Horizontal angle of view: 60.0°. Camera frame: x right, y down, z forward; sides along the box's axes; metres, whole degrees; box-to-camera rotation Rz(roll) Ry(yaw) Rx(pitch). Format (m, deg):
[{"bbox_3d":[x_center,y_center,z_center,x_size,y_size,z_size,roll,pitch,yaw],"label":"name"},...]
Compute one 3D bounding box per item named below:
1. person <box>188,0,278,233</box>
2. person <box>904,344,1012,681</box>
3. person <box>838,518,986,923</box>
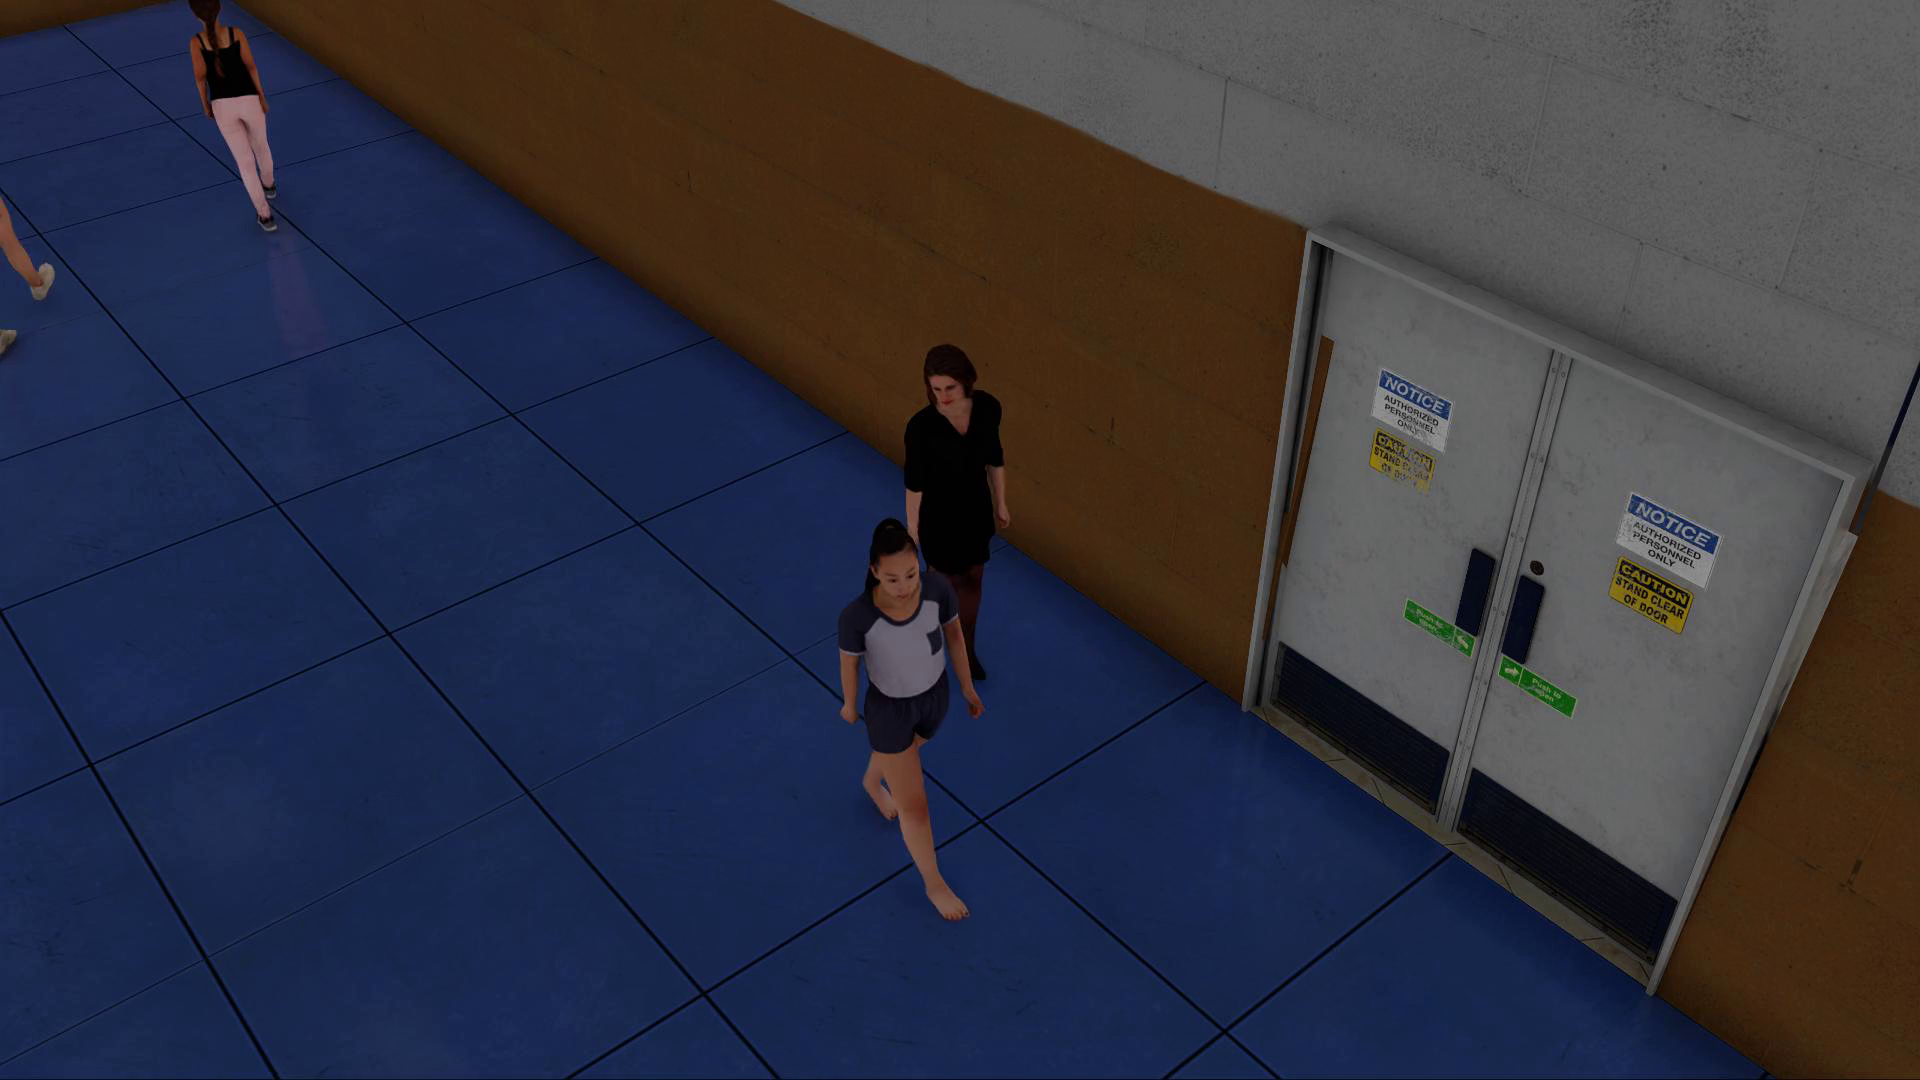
[{"bbox_3d":[-4.593,-2.718,10.618,0.910,1.533,0.667,-20,41,-25],"label":"person"},{"bbox_3d":[-0.085,-0.140,7.043,0.703,1.684,0.679,-27,44,-31],"label":"person"},{"bbox_3d":[-0.253,0.578,6.171,1.005,1.599,0.703,-24,43,-28],"label":"person"}]
